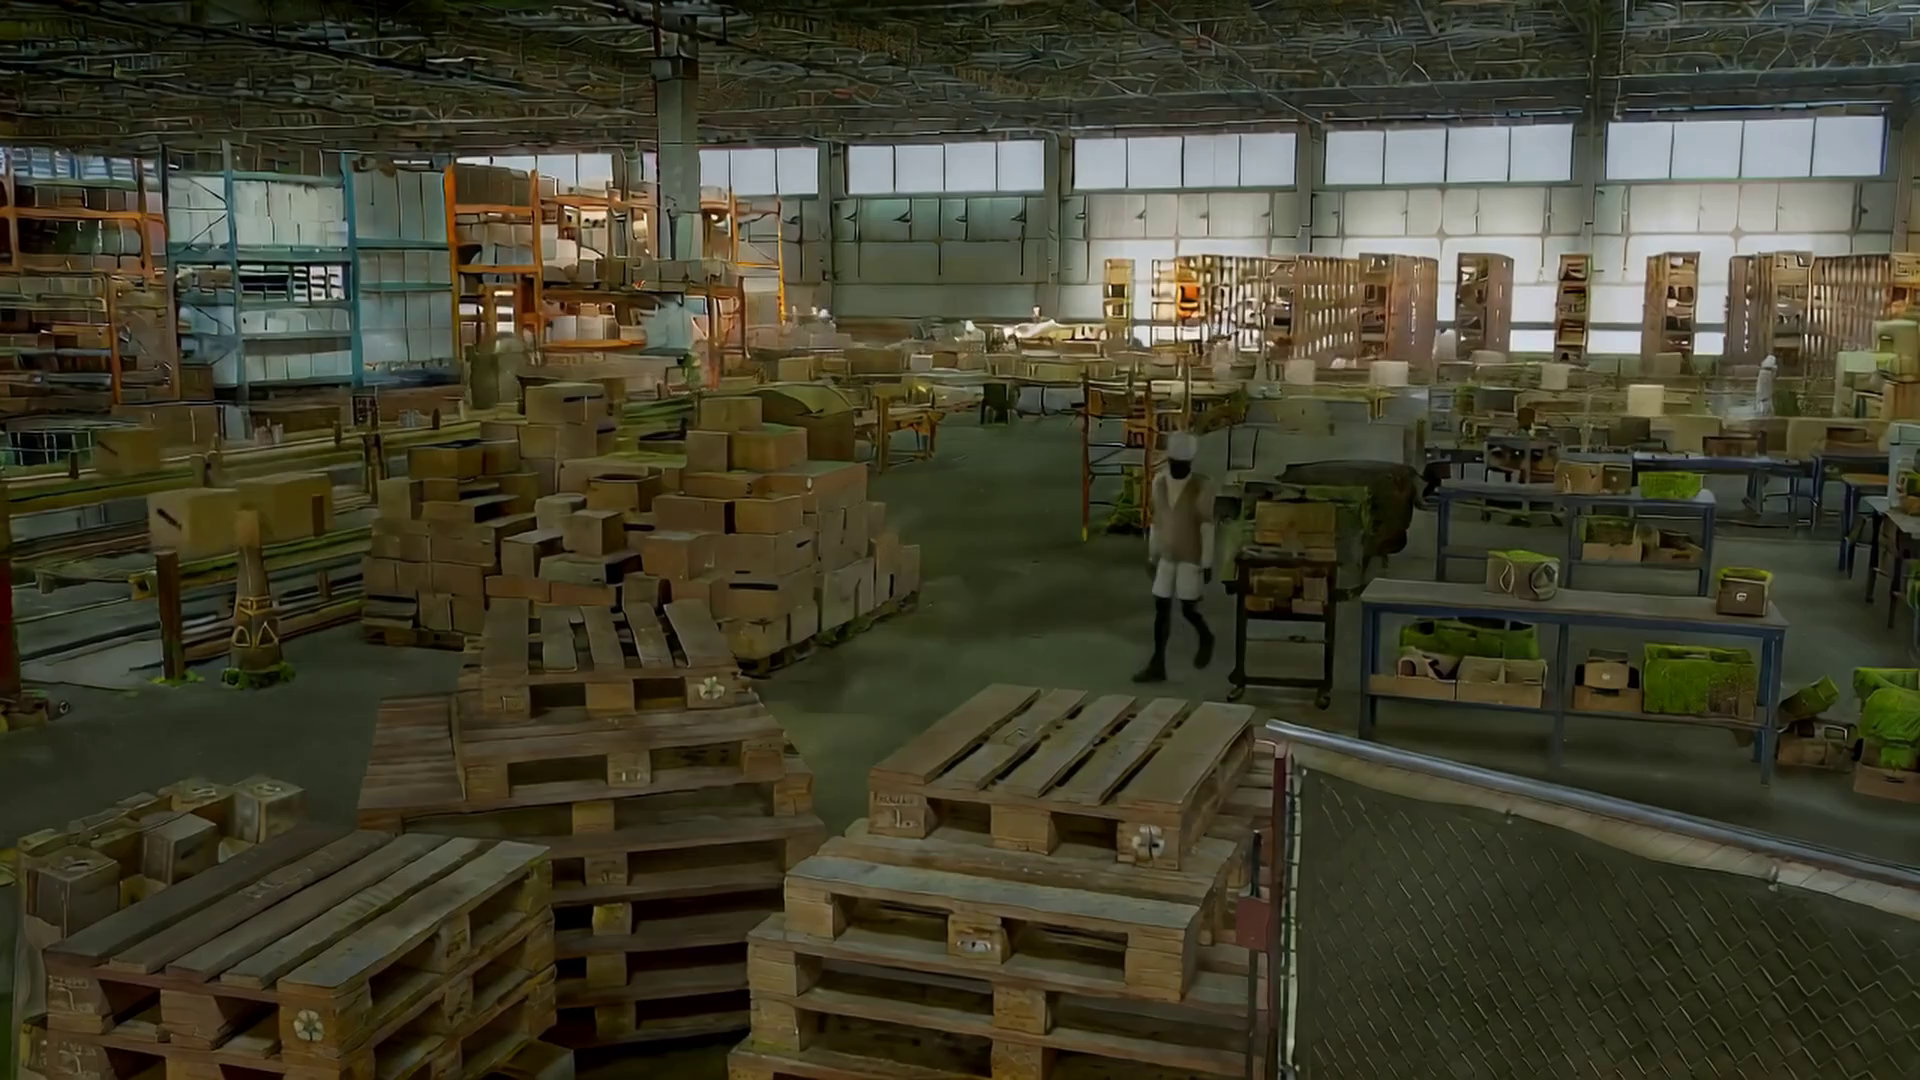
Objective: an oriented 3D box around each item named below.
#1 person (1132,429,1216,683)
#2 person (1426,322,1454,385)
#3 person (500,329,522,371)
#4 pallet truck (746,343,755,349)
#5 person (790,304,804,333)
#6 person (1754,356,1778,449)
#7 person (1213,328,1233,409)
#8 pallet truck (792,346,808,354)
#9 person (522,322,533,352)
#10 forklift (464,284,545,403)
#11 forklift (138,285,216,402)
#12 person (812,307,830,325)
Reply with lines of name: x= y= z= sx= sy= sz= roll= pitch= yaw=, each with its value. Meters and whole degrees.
person: x=1.657 y=0.117 z=12.375 sx=0.588 sy=1.912 sz=0.633 roll=9 pitch=12 yaw=43
person: x=12.027 y=-4.496 z=41.532 sx=0.650 sy=1.866 sz=0.982 roll=-7 pitch=11 yaw=-38
person: x=-9.807 y=-3.715 z=36.629 sx=0.988 sy=1.858 sz=0.656 roll=-4 pitch=10 yaw=-24
pallet truck: x=-6.183 y=-4.618 z=44.264 sx=1.601 sy=1.201 sz=0.680 roll=-9 pitch=12 yaw=-43
person: x=-6.401 y=-8.331 z=65.446 sx=0.562 sy=1.905 sz=0.677 roll=9 pitch=12 yaw=43
person: x=14.124 y=-2.410 z=29.125 sx=0.497 sy=1.633 sz=0.285 roll=-6 pitch=11 yaw=-31
person: x=5.973 y=-3.903 z=37.898 sx=0.403 sy=1.826 sz=0.591 roll=8 pitch=12 yaw=41
pallet truck: x=-3.705 y=-4.298 z=42.022 sx=0.653 sy=1.274 sz=1.630 roll=3 pitch=10 yaw=20
person: x=-12.521 y=-5.390 z=47.568 sx=0.520 sy=1.712 sz=0.920 roll=2 pitch=9 yaw=11
forklift: x=-10.832 y=-4.702 z=39.610 sx=1.129 sy=2.768 sz=1.873 roll=3 pitch=10 yaw=20
forklift: x=-17.480 y=-4.200 z=36.461 sx=1.873 sy=2.768 sz=1.129 roll=3 pitch=10 yaw=19
person: x=-4.626 y=-6.678 z=54.831 sx=0.650 sy=1.988 sz=0.394 roll=-3 pitch=10 yaw=-21
